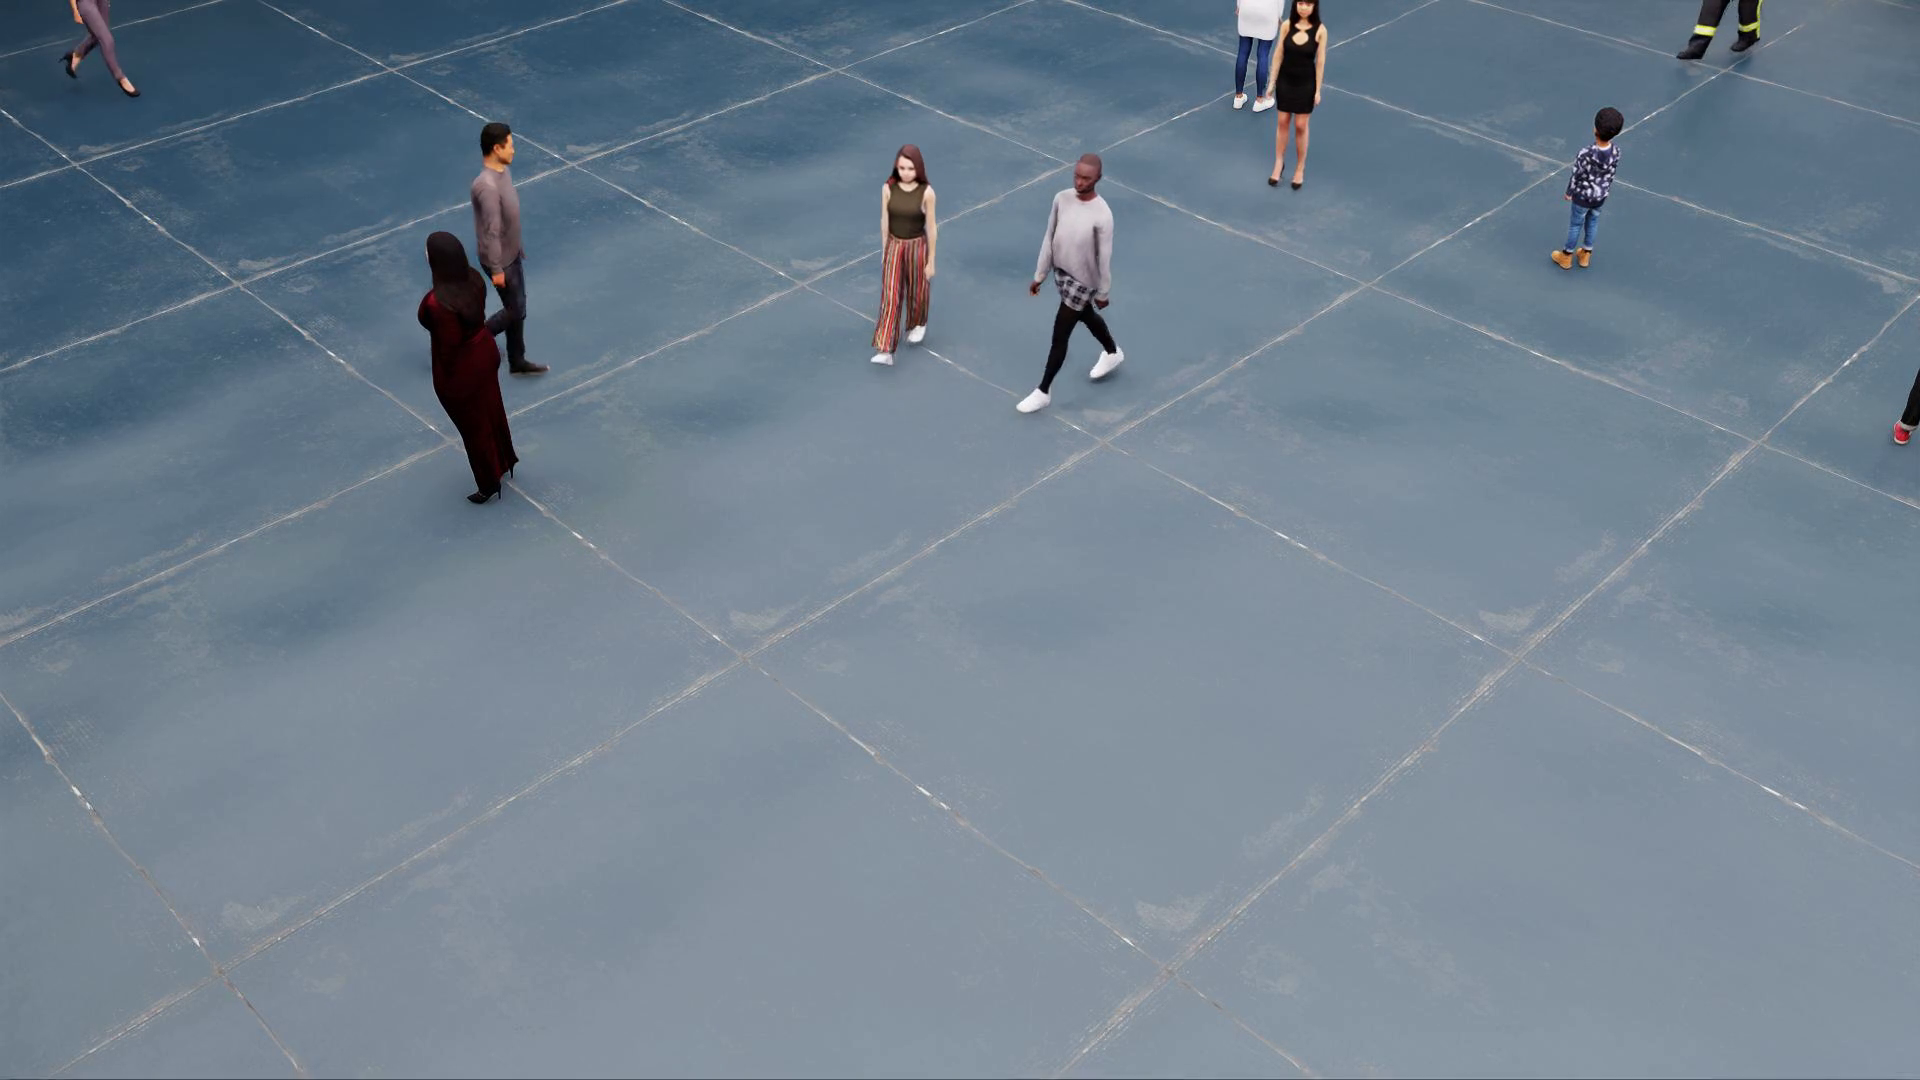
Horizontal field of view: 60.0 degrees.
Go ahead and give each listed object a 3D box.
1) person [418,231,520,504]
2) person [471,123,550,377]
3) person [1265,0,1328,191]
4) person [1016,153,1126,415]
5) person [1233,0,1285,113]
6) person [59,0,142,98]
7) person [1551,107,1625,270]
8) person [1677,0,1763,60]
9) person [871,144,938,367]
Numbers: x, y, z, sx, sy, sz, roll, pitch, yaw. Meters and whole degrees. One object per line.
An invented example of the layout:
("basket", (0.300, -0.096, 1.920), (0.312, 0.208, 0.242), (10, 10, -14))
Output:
("person", (-2.912, -1.030, 9.868), (0.820, 1.758, 0.731), (5, 38, 7))
("person", (-3.112, -1.875, 10.994), (0.987, 1.741, 0.927), (-6, 38, -7))
("person", (2.718, -3.675, 13.440), (0.633, 1.645, 0.604), (16, 40, 20))
("person", (0.833, -1.705, 10.784), (1.231, 1.725, 0.724), (-25, 44, -29))
("person", (2.631, -4.667, 14.637), (0.651, 1.776, 0.602), (21, 42, 26))
("person", (-7.873, -4.780, 14.891), (1.004, 1.648, 1.006), (5, 38, 7))
("person", (4.696, -2.619, 12.378), (0.579, 1.251, 0.649), (-5, 38, -6))
("person", (7.412, -5.457, 15.544), (1.299, 1.937, 0.956), (-21, 42, -25))
("person", (-0.320, -1.992, 11.326), (0.889, 1.525, 1.101), (11, 39, 14))
